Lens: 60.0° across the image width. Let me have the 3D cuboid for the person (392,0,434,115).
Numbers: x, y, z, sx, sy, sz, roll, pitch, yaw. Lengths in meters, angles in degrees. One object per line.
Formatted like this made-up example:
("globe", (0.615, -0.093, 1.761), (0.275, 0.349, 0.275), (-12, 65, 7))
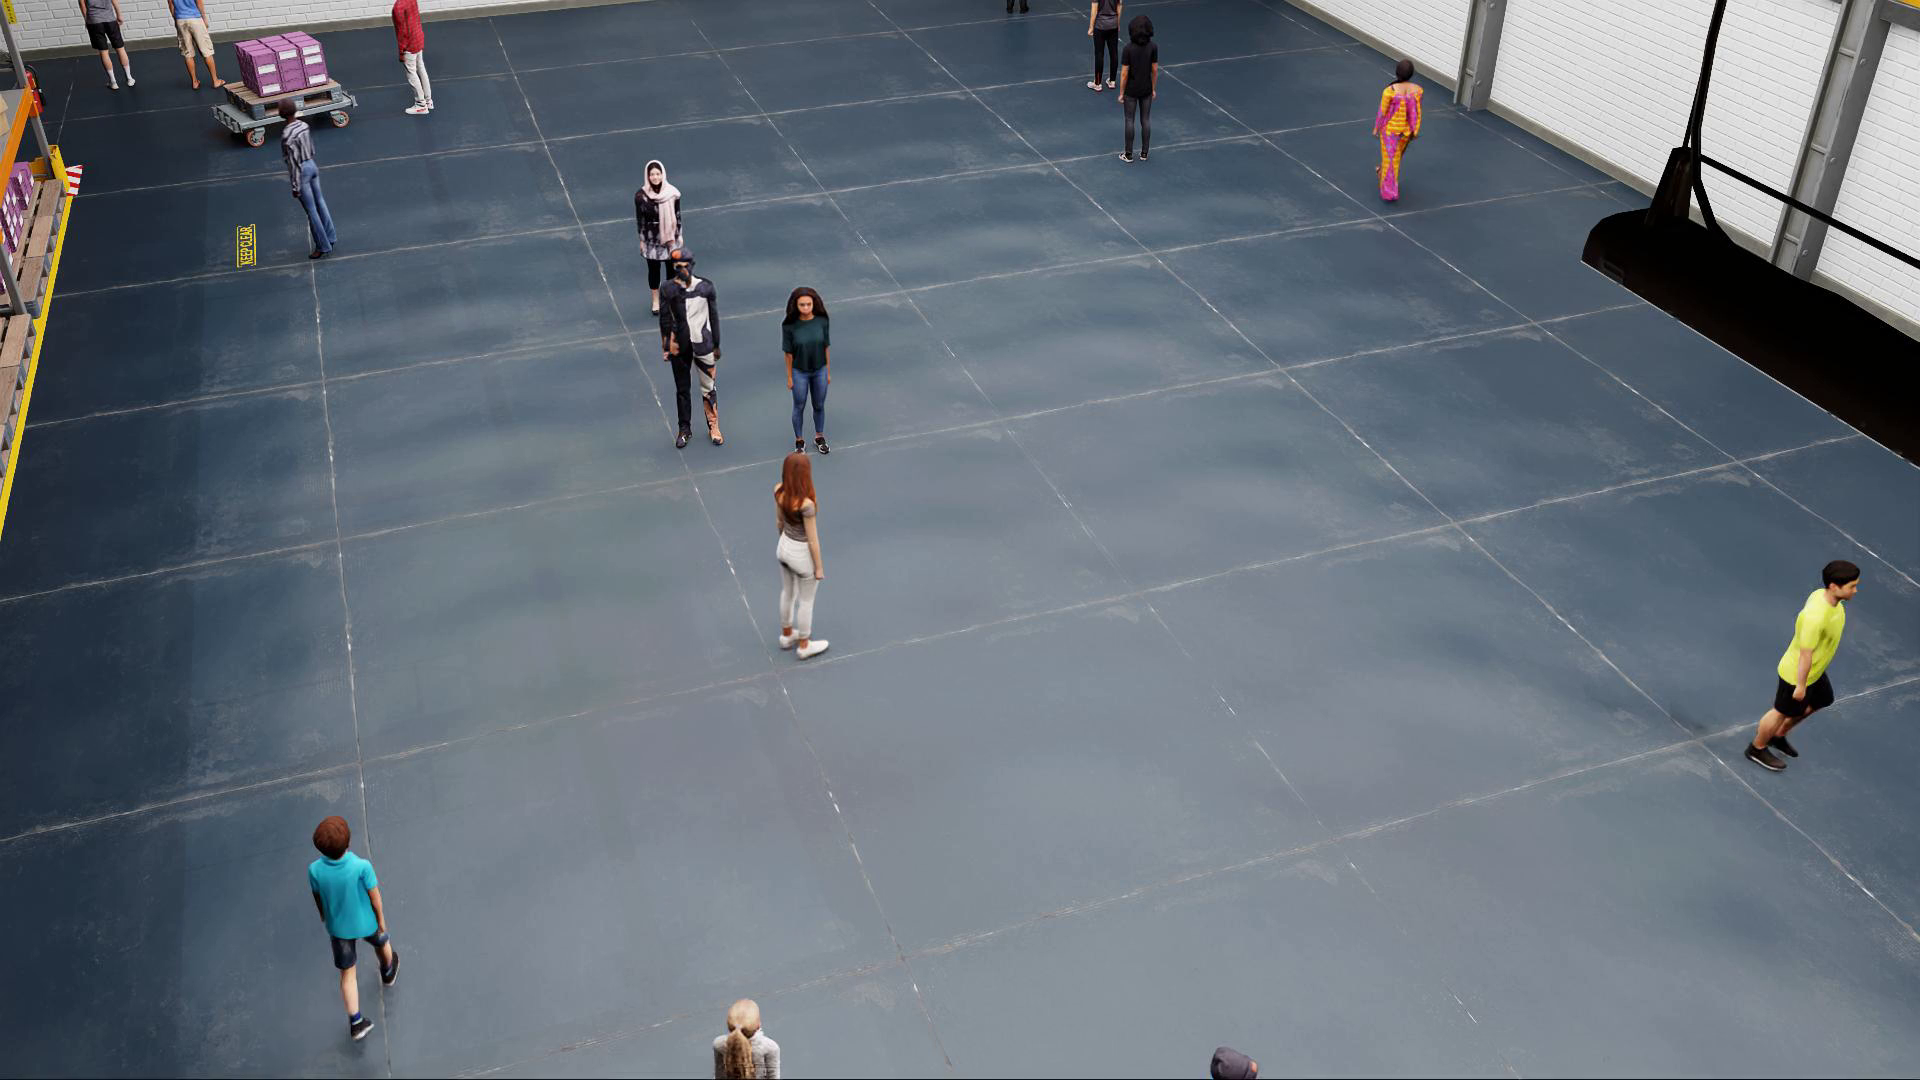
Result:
("person", (-7.381, -6.676, 22.365), (0.816, 1.820, 0.708), (7, 34, 10))

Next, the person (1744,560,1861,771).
("person", (5.601, 0.821, 11.199), (0.814, 1.695, 0.778), (22, 39, 29))

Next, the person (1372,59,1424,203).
("person", (5.210, -4.873, 19.791), (0.793, 1.667, 1.178), (-6, 34, -9))

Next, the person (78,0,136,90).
("person", (-11.957, -7.248, 23.180), (0.709, 1.871, 0.646), (-21, 39, -28))

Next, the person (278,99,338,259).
("person", (-7.225, -3.994, 18.353), (0.757, 1.794, 0.634), (4, 34, 5))

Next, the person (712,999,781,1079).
("person", (-1.097, 2.867, 8.515), (0.707, 1.259, 0.932), (0, 34, 0))

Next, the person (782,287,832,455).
("person", (-1.342, -1.505, 14.770), (0.600, 1.615, 0.588), (-10, 35, -14))

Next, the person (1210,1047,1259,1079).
("person", (1.194, 3.016, 7.808), (0.750, 1.793, 0.633), (4, 34, 6))

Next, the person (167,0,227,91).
("person", (-10.734, -7.236, 23.169), (0.683, 1.864, 0.625), (-5, 34, -8))

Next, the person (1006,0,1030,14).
("person", (0.894, -9.270, 26.281), (0.749, 1.804, 0.721), (5, 34, 7))

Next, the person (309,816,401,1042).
("person", (-3.444, 2.187, 9.385), (0.658, 1.428, 0.982), (-5, 34, -8))

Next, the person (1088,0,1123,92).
("person", (2.031, -7.158, 23.140), (0.643, 1.764, 0.557), (-14, 36, -20))

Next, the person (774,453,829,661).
("person", (-1.206, 0.119, 12.235), (0.589, 1.718, 0.717), (28, 43, 35))

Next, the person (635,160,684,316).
("person", (-3.102, -3.151, 17.226), (0.613, 1.638, 0.597), (-12, 35, -17))

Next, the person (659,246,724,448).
("person", (-2.398, -1.735, 14.866), (0.729, 1.893, 0.665), (-4, 34, -6))

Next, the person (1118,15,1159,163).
("person", (2.231, -5.651, 20.809), (0.663, 1.837, 0.575), (-6, 34, -9))
